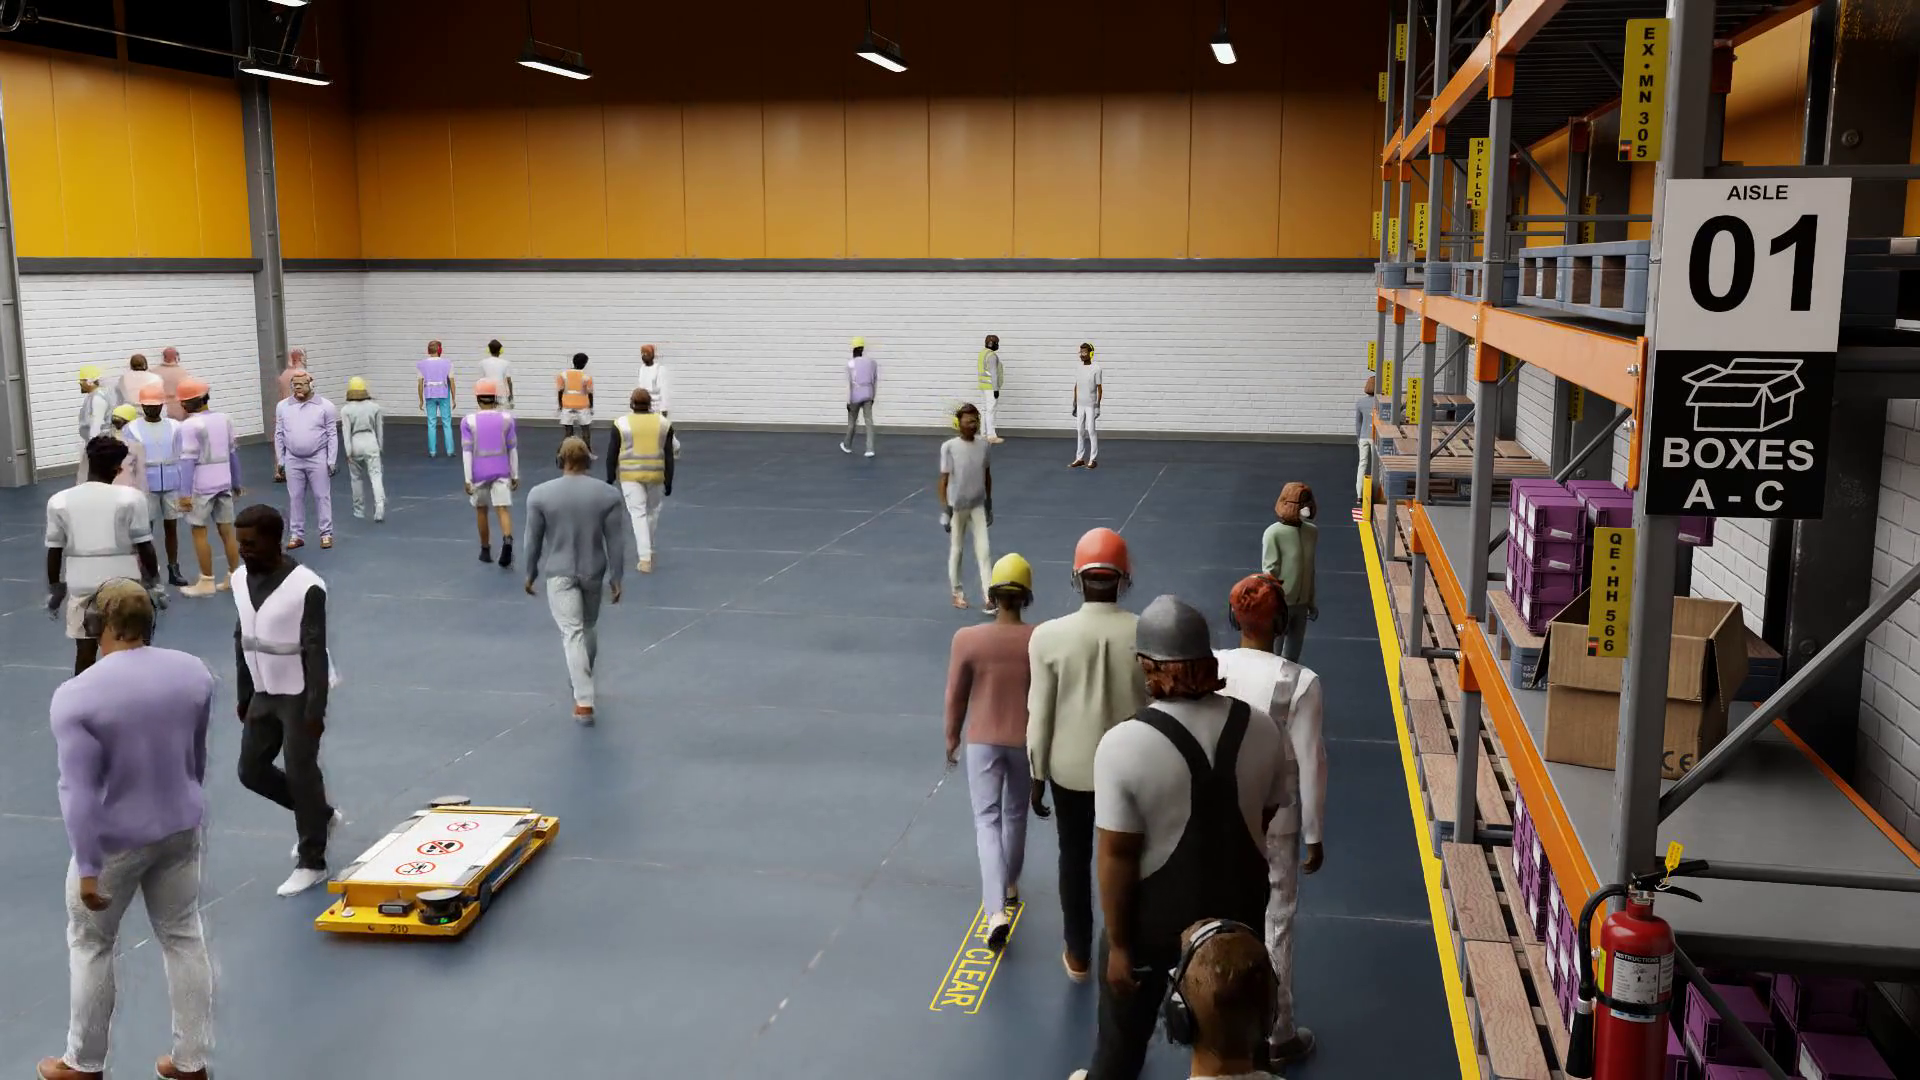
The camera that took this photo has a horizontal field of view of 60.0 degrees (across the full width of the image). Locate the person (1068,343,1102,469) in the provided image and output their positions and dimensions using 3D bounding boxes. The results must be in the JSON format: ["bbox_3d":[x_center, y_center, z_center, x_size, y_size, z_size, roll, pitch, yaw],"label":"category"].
[{"bbox_3d":[1.876,-1.994,24.737,0.520,1.874,0.327,8,12,41],"label":"person"}]

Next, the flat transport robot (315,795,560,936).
[{"bbox_3d":[-2.507,1.562,8.122,0.652,0.197,1.431,1,9,5],"label":"flat transport robot"}]

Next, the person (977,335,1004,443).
[{"bbox_3d":[0.526,-2.577,28.359,0.430,1.839,0.619,-3,10,-20],"label":"person"}]

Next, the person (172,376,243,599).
[{"bbox_3d":[-6.860,-0.488,15.211,0.441,2.025,0.852,2,10,14],"label":"person"}]

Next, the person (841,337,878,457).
[{"bbox_3d":[-1.599,-2.261,26.328,0.601,1.876,0.953,-4,10,-23],"label":"person"}]

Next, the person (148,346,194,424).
[{"bbox_3d":[-11.182,-1.807,23.586,0.646,1.878,0.802,-1,10,-9],"label":"person"}]

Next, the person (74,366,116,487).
[{"bbox_3d":[-10.679,-1.275,20.658,0.928,1.789,0.594,-7,12,-36],"label":"person"}]

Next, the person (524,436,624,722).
[{"bbox_3d":[-2.608,0.241,11.257,0.638,1.888,1.037,-5,11,-28],"label":"person"}]

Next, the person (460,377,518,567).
[{"bbox_3d":[-4.701,-0.675,16.686,0.555,1.911,0.848,-5,11,-26],"label":"person"}]

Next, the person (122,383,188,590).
[{"bbox_3d":[-7.499,-0.502,15.558,0.550,1.933,0.374,-8,13,-42],"label":"person"}]

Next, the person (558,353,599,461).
[{"bbox_3d":[-5.878,-2.036,25.597,0.623,1.670,0.339,0,9,-2],"label":"person"}]

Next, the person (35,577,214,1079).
[{"bbox_3d":[-3.056,1.075,6.126,0.731,1.902,0.646,6,11,32],"label":"person"}]

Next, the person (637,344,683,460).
[{"bbox_3d":[-4.555,-2.037,25.091,0.585,1.855,0.842,6,11,31],"label":"person"}]

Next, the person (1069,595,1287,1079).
[{"bbox_3d":[0.717,1.137,5.361,0.696,2.000,1.033,-3,10,-20],"label":"person"}]

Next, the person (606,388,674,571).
[{"bbox_3d":[-3.222,-0.623,16.688,0.640,1.791,0.940,-5,10,-25],"label":"person"}]

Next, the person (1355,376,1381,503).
[{"bbox_3d":[5.214,-1.256,20.995,0.280,1.636,0.501,-8,12,-40],"label":"person"}]

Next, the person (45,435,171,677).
[{"bbox_3d":[-5.510,0.292,10.756,0.720,1.937,0.448,-2,10,-13],"label":"person"}]

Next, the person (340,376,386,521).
[{"bbox_3d":[-7.063,-1.082,19.723,0.484,1.713,0.789,-6,11,-30],"label":"person"}]

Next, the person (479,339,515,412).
[{"bbox_3d":[-7.306,-2.239,26.290,0.528,1.858,0.400,0,9,-1],"label":"person"}]

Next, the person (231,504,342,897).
[{"bbox_3d":[-3.261,0.751,8.097,0.630,1.898,0.462,6,11,30],"label":"person"}]

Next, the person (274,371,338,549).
[{"bbox_3d":[-6.971,-0.850,17.741,0.641,1.908,0.408,-1,9,-7],"label":"person"}]

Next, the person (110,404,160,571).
[{"bbox_3d":[-7.811,-0.409,15.619,0.520,1.719,0.879,-1,10,-9],"label":"person"}]

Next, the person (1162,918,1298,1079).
[{"bbox_3d":[0.500,1.618,3.114,0.518,1.826,0.765,-4,10,-21],"label":"person"}]

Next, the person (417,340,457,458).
[{"bbox_3d":[-8.200,-2.201,26.079,0.564,1.839,0.395,-2,10,-10],"label":"person"}]

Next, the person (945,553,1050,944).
[{"bbox_3d":[0.207,0.929,7.584,0.532,1.729,0.907,-1,9,-4],"label":"person"}]

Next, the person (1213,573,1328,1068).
[{"bbox_3d":[1.121,1.057,6.317,0.574,1.885,0.356,7,12,36],"label":"person"}]

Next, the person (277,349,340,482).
[{"bbox_3d":[-9.257,-1.756,23.370,0.658,1.848,1.018,5,11,27],"label":"person"}]

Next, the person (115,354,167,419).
[{"bbox_3d":[-11.076,-1.616,22.604,0.644,1.819,0.580,-1,10,-8],"label":"person"}]

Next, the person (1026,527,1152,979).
[{"bbox_3d":[0.585,0.939,6.785,0.629,1.972,0.819,0,9,-1],"label":"person"}]

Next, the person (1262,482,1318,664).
[{"bbox_3d":[2.153,0.431,10.839,0.499,1.634,0.285,-8,12,-38],"label":"person"}]

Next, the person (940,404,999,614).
[{"bbox_3d":[0.099,-0.253,14.370,0.566,1.826,0.919,-4,10,-21],"label":"person"}]
